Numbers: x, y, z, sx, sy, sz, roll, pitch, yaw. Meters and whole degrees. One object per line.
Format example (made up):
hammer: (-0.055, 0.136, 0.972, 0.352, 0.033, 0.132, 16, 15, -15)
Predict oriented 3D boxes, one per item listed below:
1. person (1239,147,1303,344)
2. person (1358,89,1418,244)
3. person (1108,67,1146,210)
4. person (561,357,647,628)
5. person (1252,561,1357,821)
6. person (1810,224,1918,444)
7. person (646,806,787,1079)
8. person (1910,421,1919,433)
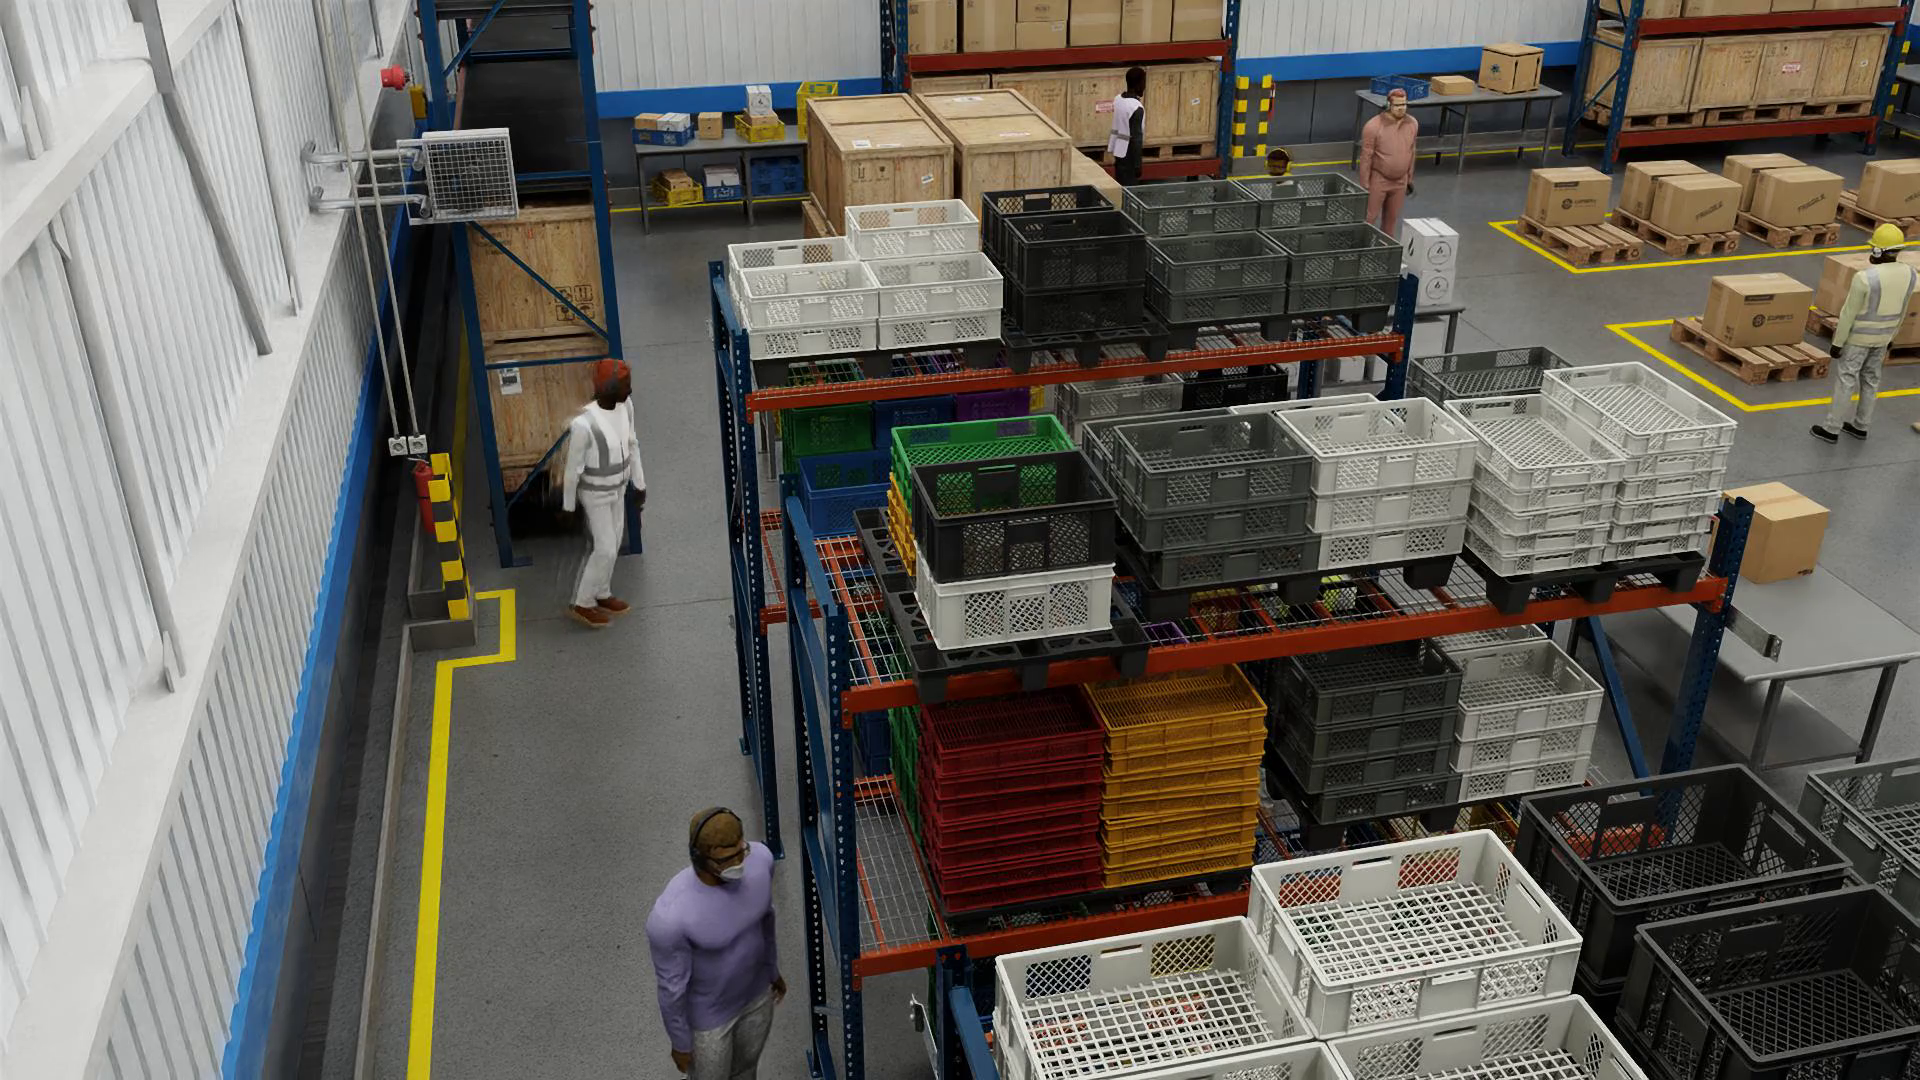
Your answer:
person: (2.899, -2.737, 15.513, 0.535, 1.864, 0.309, 8, 29, 14)
person: (4.480, -3.762, 17.414, 0.652, 1.906, 0.402, -9, 29, -16)
person: (1.837, -4.227, 18.295, 0.383, 1.912, 0.592, -9, 29, -16)
person: (-2.336, -0.319, 10.937, 0.465, 1.848, 0.608, 10, 29, 18)
person: (1.852, 0.730, 8.966, 0.619, 1.839, 0.430, 9, 29, 17)
person: (7.363, -1.667, 13.531, 0.595, 1.824, 0.403, -8, 29, -14)
person: (-0.944, 1.862, 6.710, 0.366, 1.938, 0.630, 20, 34, 33)
person: (8.283, -1.692, 13.725, 0.541, 1.684, 0.322, -12, 30, -22)
